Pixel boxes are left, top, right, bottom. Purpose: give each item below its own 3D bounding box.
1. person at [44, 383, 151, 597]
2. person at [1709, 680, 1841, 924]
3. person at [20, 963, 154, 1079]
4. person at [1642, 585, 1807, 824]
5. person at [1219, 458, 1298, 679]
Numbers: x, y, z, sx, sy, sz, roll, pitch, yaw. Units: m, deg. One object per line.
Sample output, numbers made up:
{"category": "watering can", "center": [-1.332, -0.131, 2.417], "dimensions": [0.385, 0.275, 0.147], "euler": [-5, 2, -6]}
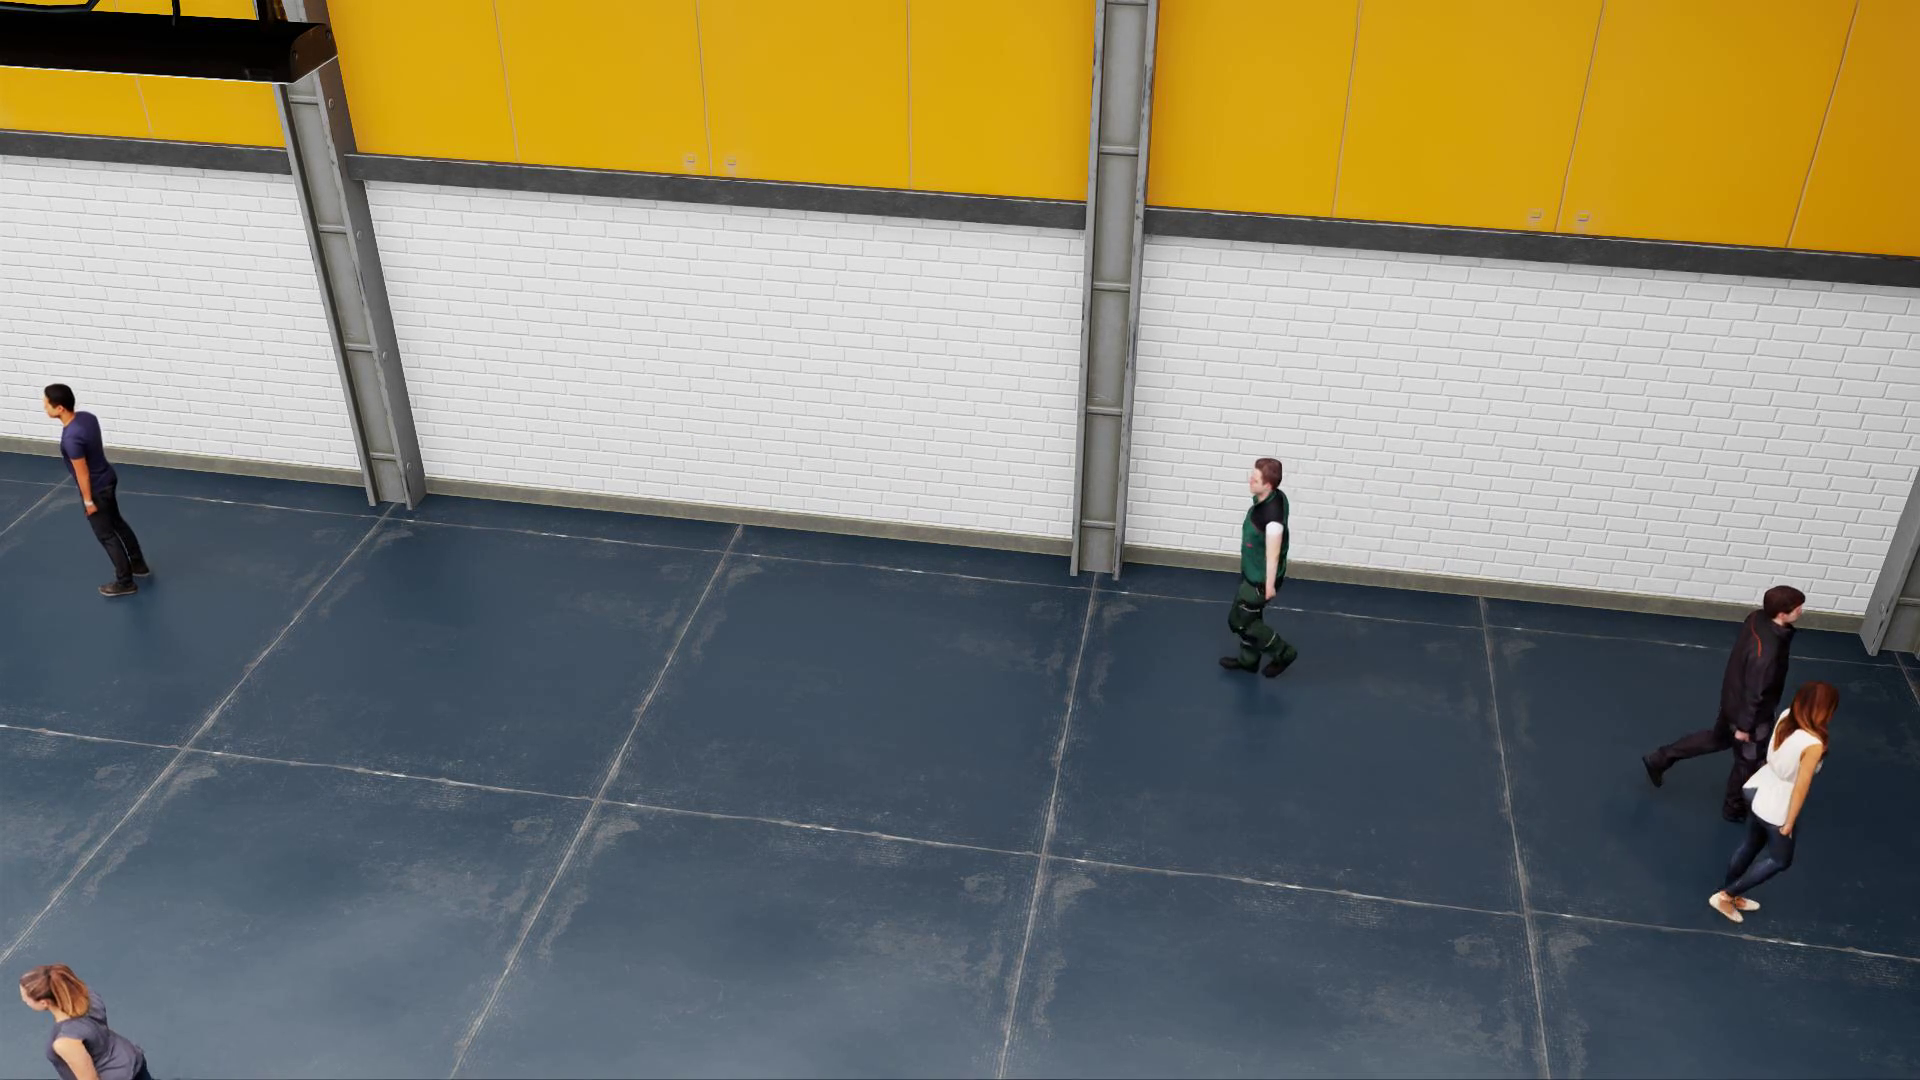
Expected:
{"category": "person", "center": [-6.584, -0.420, 12.719], "dimensions": [0.681, 1.785, 0.723], "euler": [-6, 34, -9]}
{"category": "person", "center": [4.686, 1.542, 9.779], "dimensions": [0.686, 1.772, 0.664], "euler": [-2, 34, -3]}
{"category": "person", "center": [-4.071, 2.681, 8.157], "dimensions": [1.193, 1.671, 0.765], "euler": [-2, 34, -3]}
{"category": "person", "center": [4.882, 1.022, 10.520], "dimensions": [1.066, 1.818, 0.753], "euler": [8, 34, 12]}
{"category": "person", "center": [2.195, 0.219, 11.717], "dimensions": [0.759, 1.831, 0.660], "euler": [4, 34, 6]}
